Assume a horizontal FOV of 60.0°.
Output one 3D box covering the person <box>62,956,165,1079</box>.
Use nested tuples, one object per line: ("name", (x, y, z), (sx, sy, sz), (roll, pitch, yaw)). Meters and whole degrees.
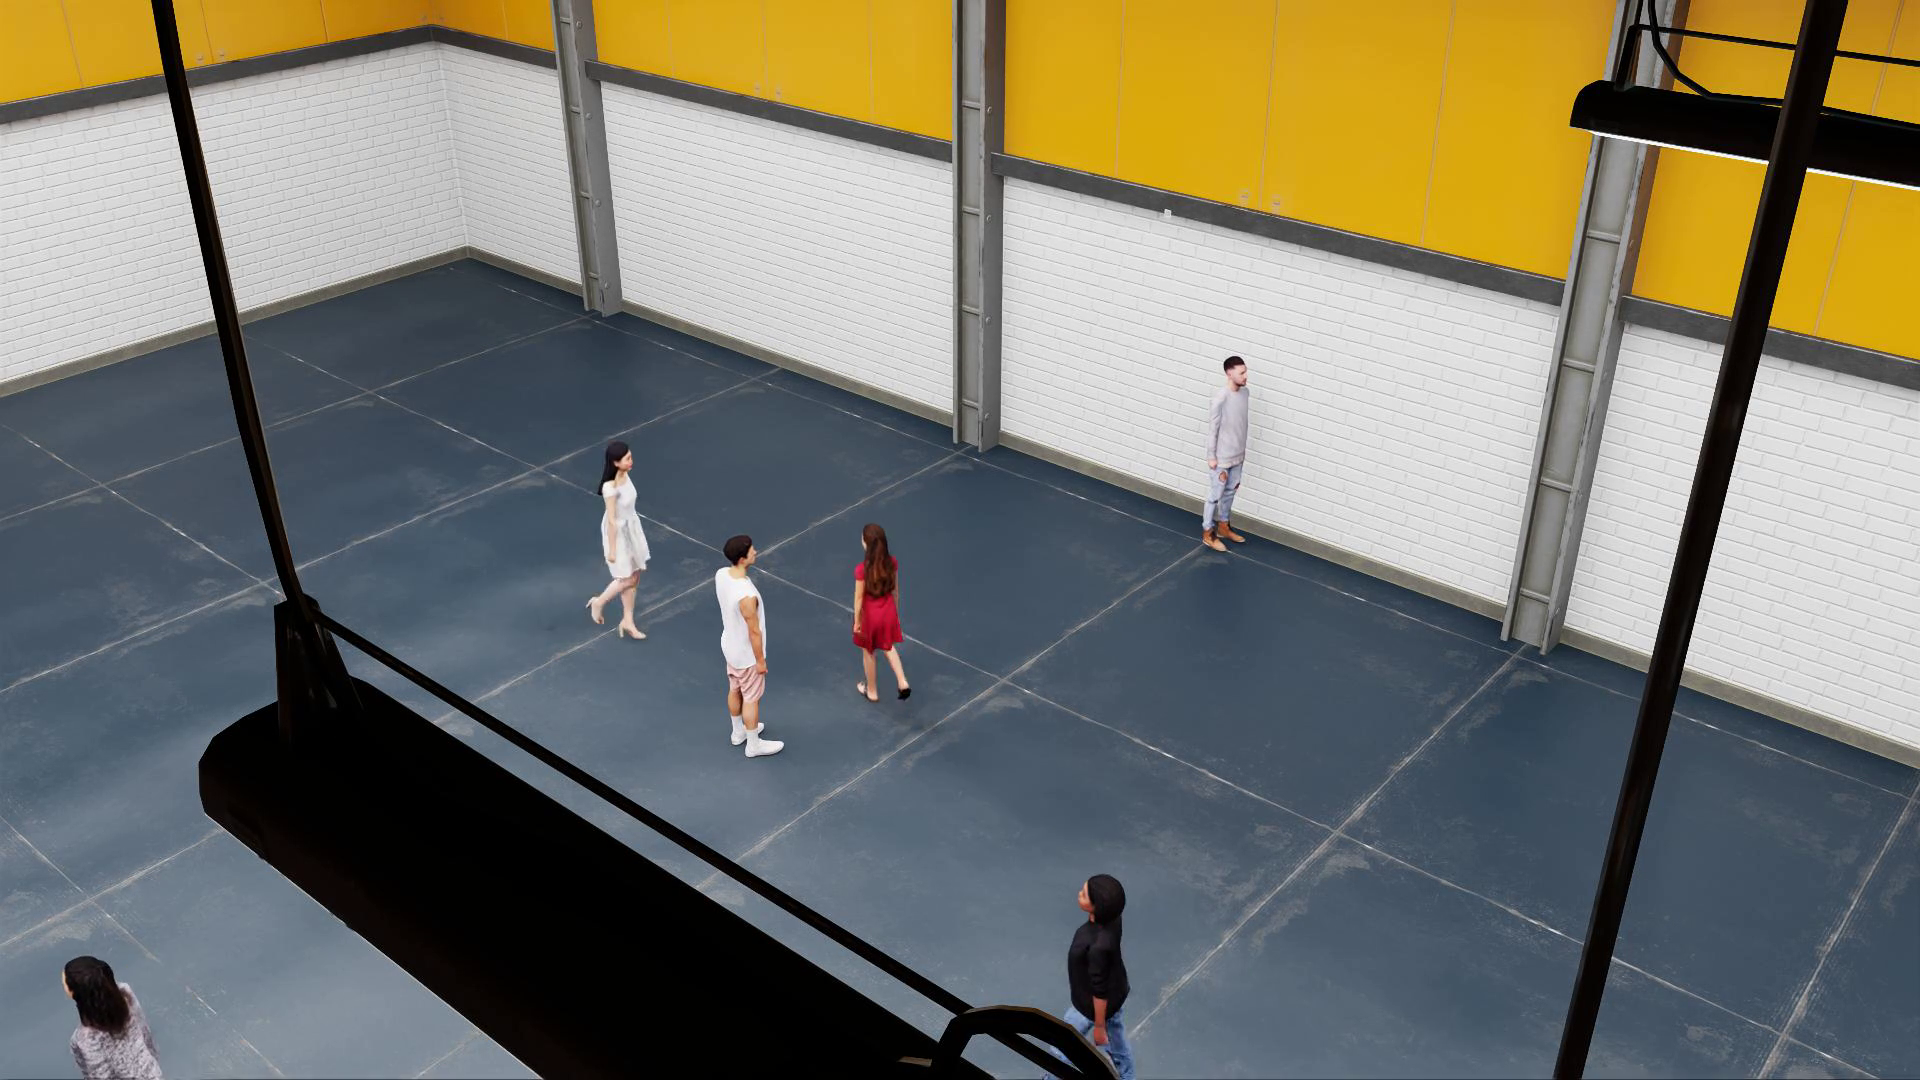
("person", (-4.169, 2.810, 8.483), (1.140, 1.712, 0.982), (3, 29, 5))

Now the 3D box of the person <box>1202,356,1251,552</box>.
("person", (2.396, -0.807, 14.982), (0.698, 1.839, 0.604), (-24, 37, -37))

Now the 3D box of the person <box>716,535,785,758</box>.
("person", (-1.589, 0.771, 12.141), (0.757, 1.789, 0.606), (-18, 33, -29))

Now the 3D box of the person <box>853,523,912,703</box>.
("person", (-0.594, 0.605, 12.705), (0.658, 1.539, 0.860), (-19, 34, -31))

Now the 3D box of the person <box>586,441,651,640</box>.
("person", (-2.840, 0.019, 13.550), (0.959, 1.759, 0.867), (4, 29, 8))

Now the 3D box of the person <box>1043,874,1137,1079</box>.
("person", (0.840, 2.531, 9.030), (1.034, 1.678, 0.798), (9, 30, 16))
